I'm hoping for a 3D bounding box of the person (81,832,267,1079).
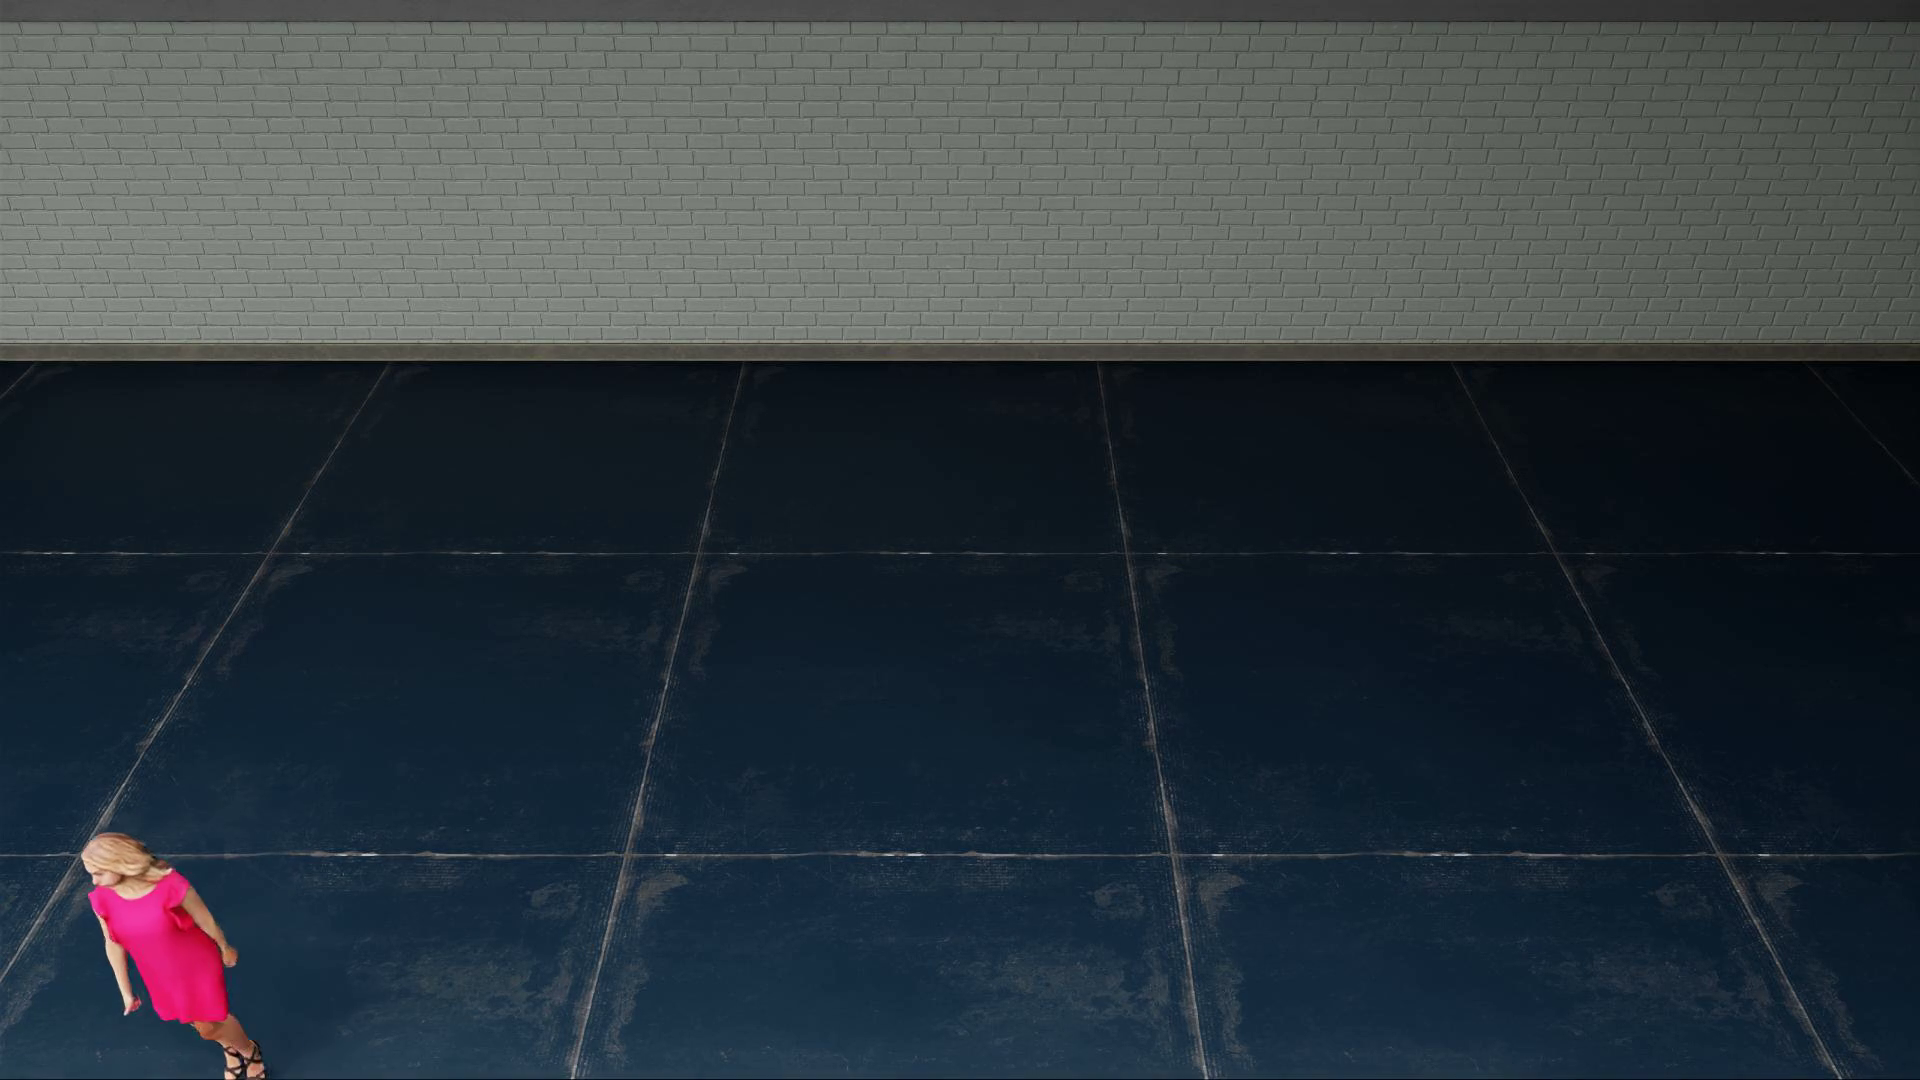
[{"bbox_3d":[-3.426,1.840,7.395,0.588,1.693,0.652,-8,34,-11],"label":"person"}]
